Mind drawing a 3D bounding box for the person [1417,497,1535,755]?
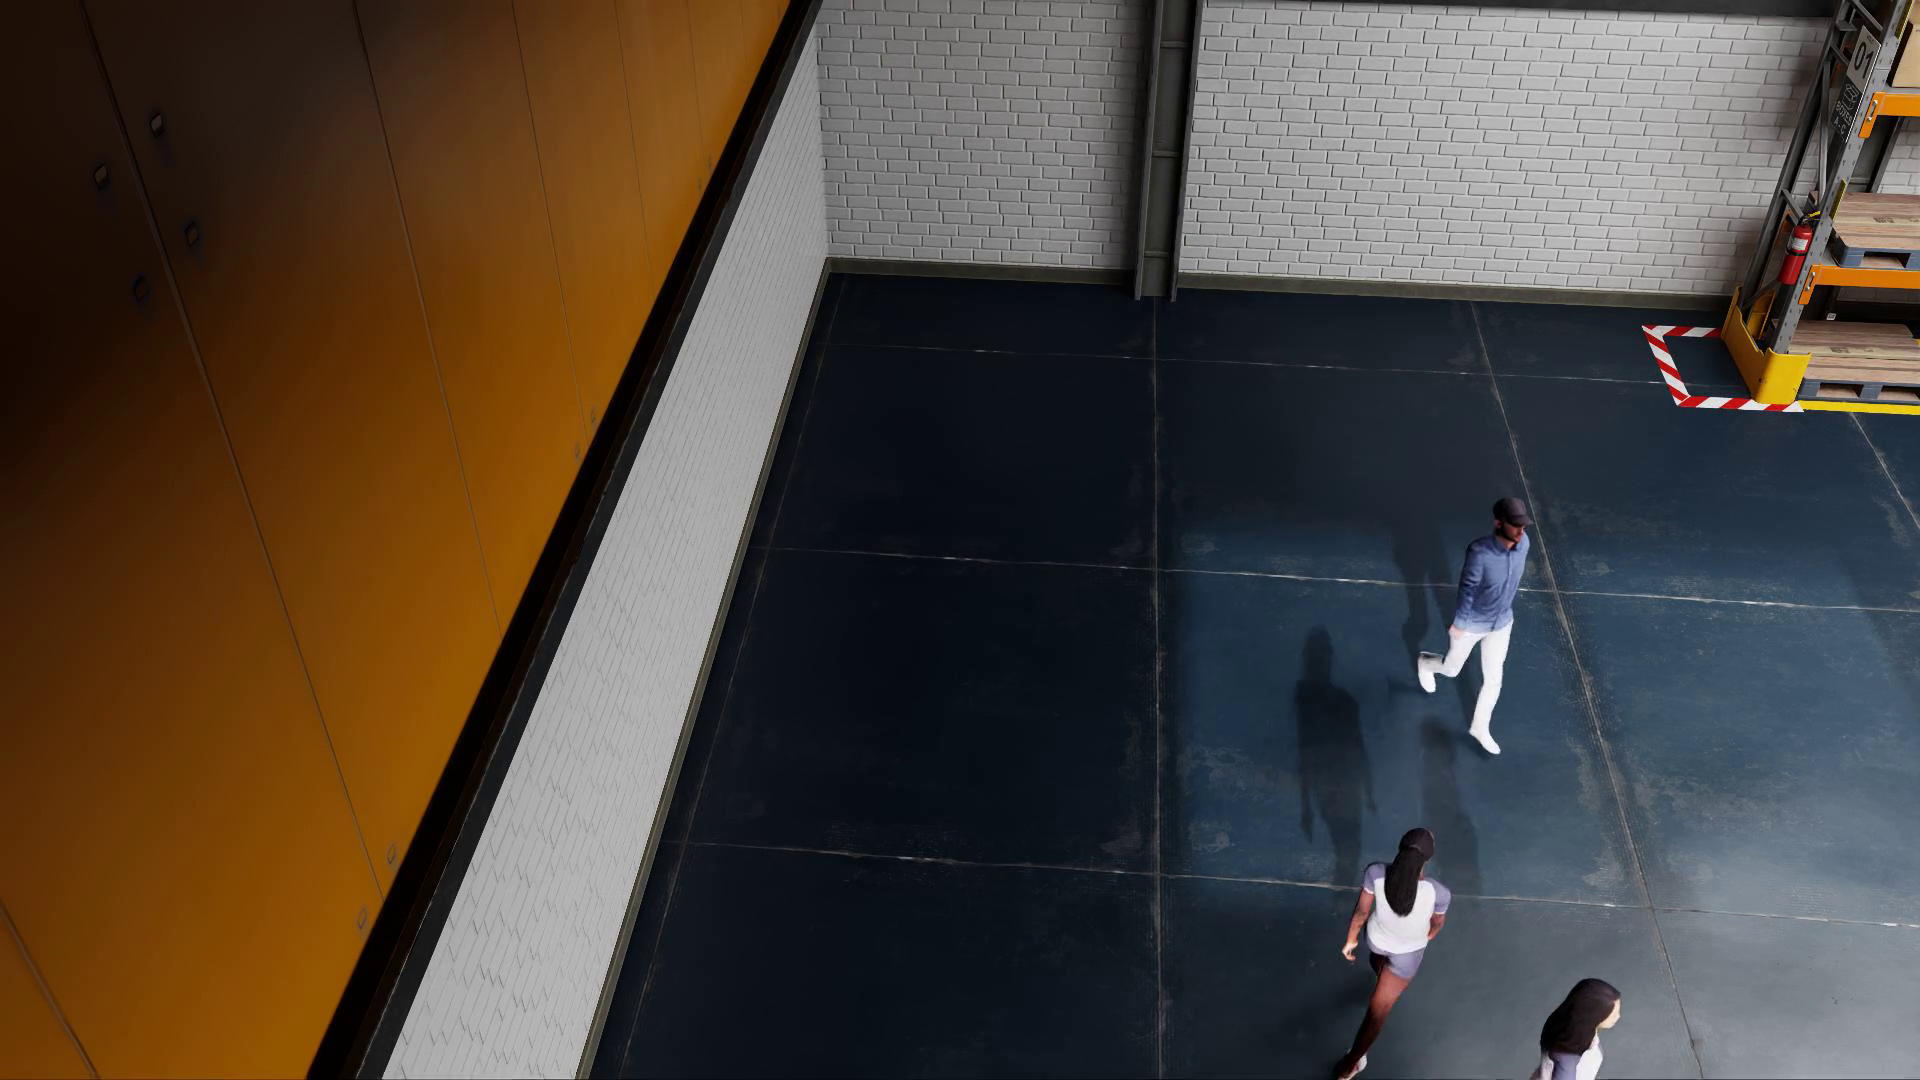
[{"bbox_3d":[3.381,0.473,10.910,1.151,1.859,1.000,-12,40,-14],"label":"person"}]

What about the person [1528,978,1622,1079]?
[{"bbox_3d":[2.847,2.732,8.241,1.212,1.660,0.976,22,44,25],"label":"person"}]

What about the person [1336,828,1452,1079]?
[{"bbox_3d":[2.267,2.242,8.843,1.189,1.675,1.046,22,44,25],"label":"person"}]
